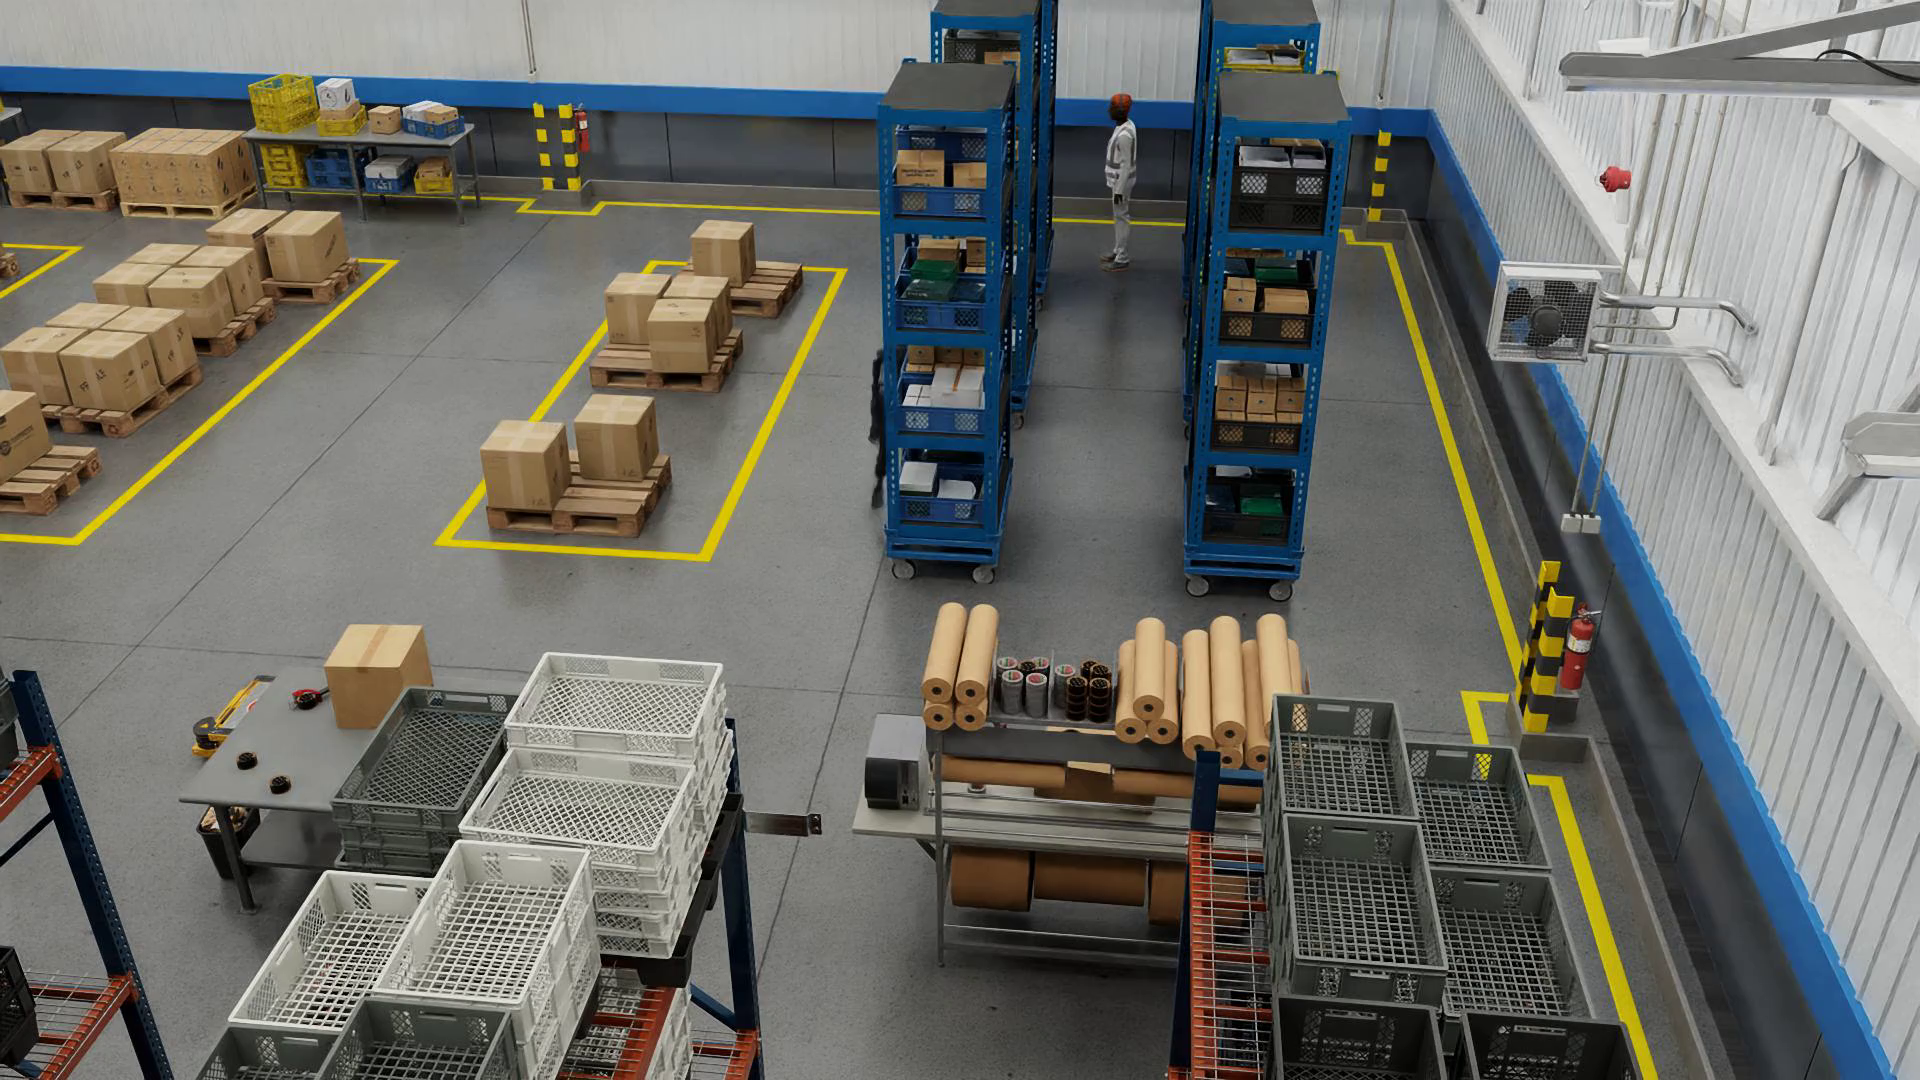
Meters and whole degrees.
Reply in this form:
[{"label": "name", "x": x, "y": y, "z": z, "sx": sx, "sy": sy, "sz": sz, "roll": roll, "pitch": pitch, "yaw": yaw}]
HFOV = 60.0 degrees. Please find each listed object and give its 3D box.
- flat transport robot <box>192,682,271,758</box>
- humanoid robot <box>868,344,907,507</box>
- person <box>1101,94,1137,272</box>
[{"label": "flat transport robot", "x": -4.089, "y": 1.163, "z": 10.648, "sx": 1.431, "sy": 0.197, "sz": 0.652, "roll": 3, "pitch": 30, "yaw": 6}, {"label": "humanoid robot", "x": -0.463, "y": -1.039, "z": 13.049, "sx": 0.665, "sy": 1.653, "sz": 0.371, "roll": -18, "pitch": 35, "yaw": -28}, {"label": "person", "x": 1.687, "y": -3.765, "z": 17.534, "sx": 0.340, "sy": 1.882, "sz": 0.579, "roll": 3, "pitch": 30, "yaw": 5}]
